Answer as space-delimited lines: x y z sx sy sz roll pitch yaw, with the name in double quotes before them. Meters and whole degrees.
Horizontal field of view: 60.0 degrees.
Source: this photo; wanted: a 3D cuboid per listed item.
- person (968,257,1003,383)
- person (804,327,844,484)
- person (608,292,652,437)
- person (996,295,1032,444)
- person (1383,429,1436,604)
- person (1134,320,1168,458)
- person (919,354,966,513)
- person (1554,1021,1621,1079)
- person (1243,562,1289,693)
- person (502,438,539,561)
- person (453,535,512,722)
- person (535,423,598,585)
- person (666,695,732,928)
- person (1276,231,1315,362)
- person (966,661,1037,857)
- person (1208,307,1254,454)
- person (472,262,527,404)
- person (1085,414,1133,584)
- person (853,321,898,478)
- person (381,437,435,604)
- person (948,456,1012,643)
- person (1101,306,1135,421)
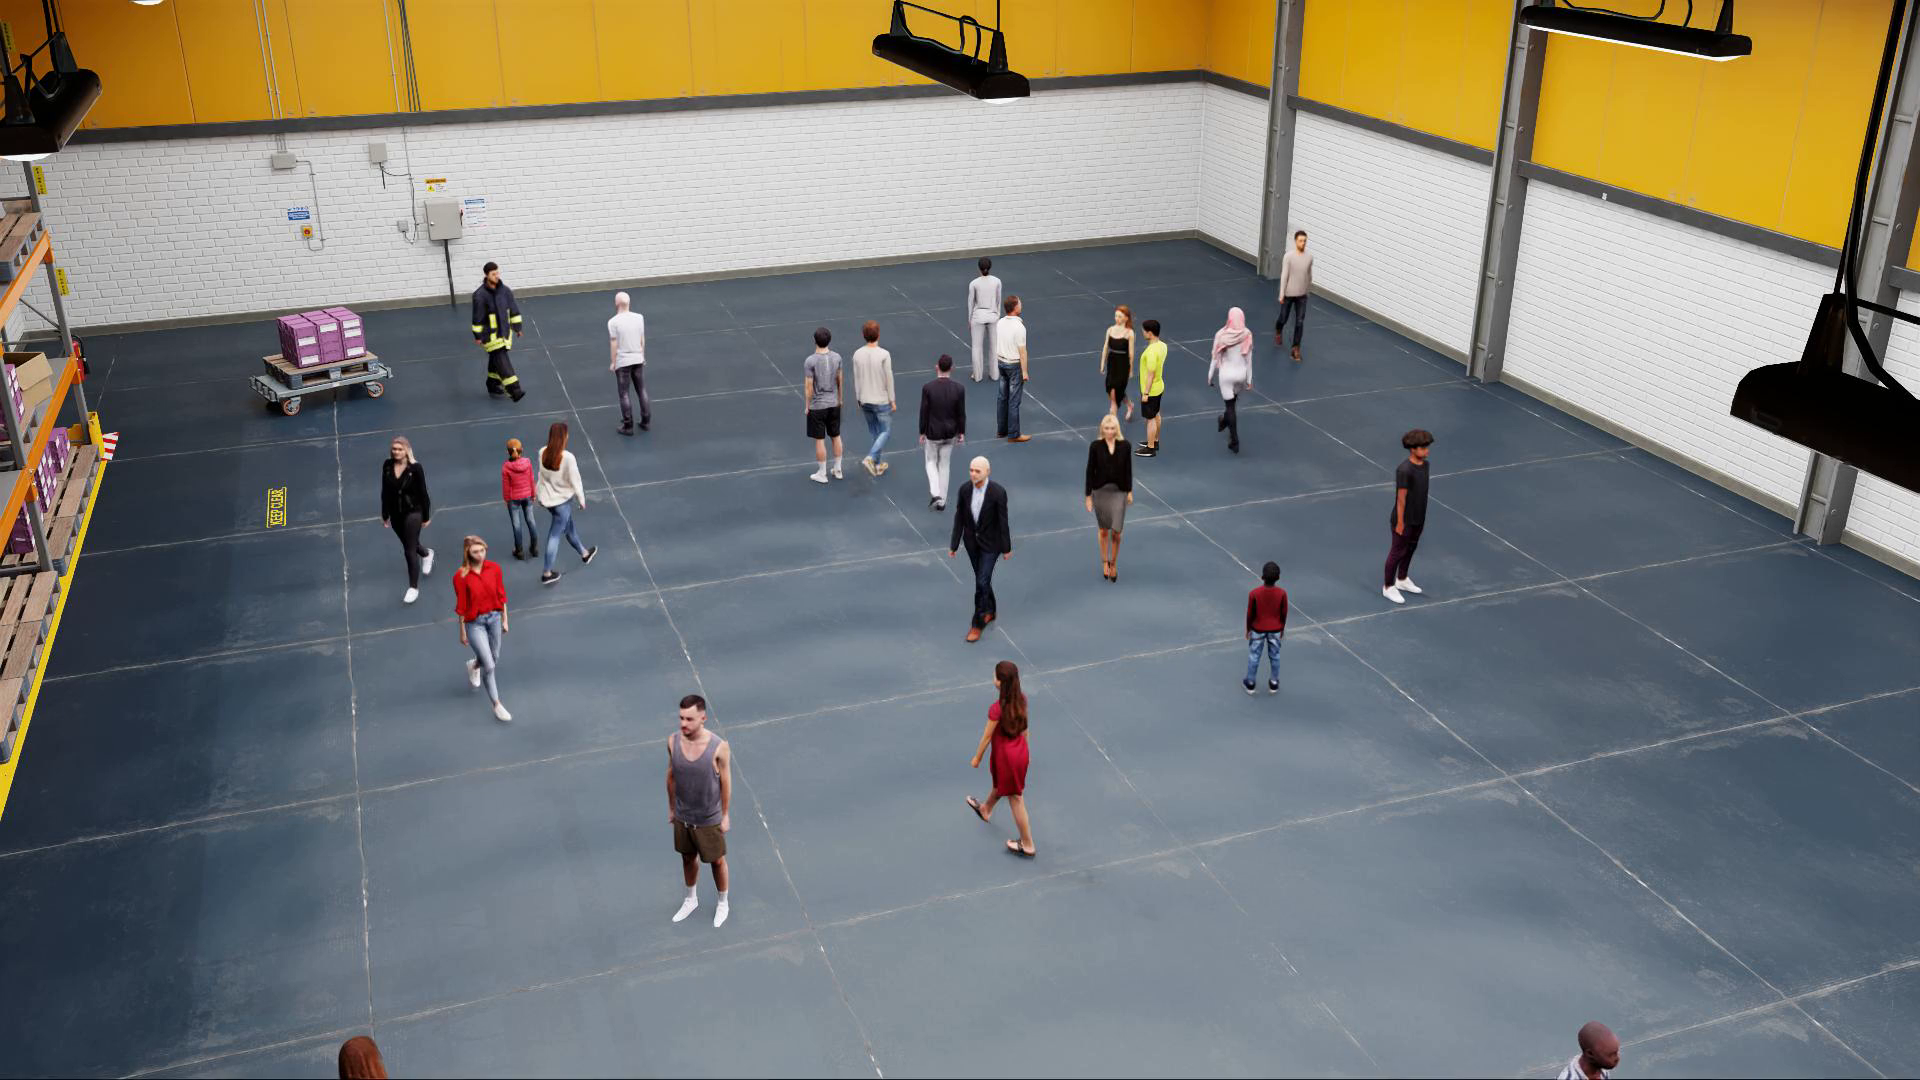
"person" 0.360 -3.063 23.076 0.658 1.733 0.602 -3 24 -7
"person" -1.588 -1.589 19.532 0.696 1.871 0.629 -14 27 -29
"person" -4.200 -2.243 21.078 0.741 1.832 0.712 -20 31 -38
"person" 0.627 -2.158 20.852 0.778 1.856 0.608 -16 28 -32
"person" 4.495 -0.276 16.640 0.695 1.781 0.707 22 32 40
"person" 2.367 -1.884 20.412 0.755 1.706 0.682 9 25 20
"person" -0.197 -1.143 18.573 0.754 1.822 0.765 -3 24 -8
"person" 3.088 3.209 8.666 0.785 1.783 0.757 21 31 39
"person" 2.743 0.780 14.884 0.570 1.254 0.579 1 24 2
"person" -4.653 -0.440 17.599 0.553 1.314 0.559 -16 28 -32
"person" -4.187 0.719 14.486 0.870 1.684 1.113 -20 30 -38
"person" -4.137 -0.326 16.925 1.086 1.645 1.089 13 27 27
"person" -1.839 1.893 11.738 0.725 1.847 0.760 6 24 13
"person" 4.814 -3.572 24.096 0.826 1.849 1.169 -4 24 -8
"person" 0.420 1.673 12.520 1.087 1.510 0.873 19 30 36
"person" 3.372 -1.933 20.468 0.829 1.752 1.218 -3 24 -7
"person" -6.264 -2.796 22.284 1.319 1.879 1.169 18 29 35
"person" 1.512 -0.446 16.977 0.755 1.823 0.788 0 24 -1
"person" -1.023 -1.611 19.560 0.991 1.889 1.057 10 25 21
"person" -5.545 -0.266 16.772 0.963 1.658 1.191 4 24 8
"person" 0.254 0.020 15.974 1.036 1.773 1.082 13 27 27
"person" 2.079 -2.209 21.297 1.073 1.592 1.002 18 29 35
